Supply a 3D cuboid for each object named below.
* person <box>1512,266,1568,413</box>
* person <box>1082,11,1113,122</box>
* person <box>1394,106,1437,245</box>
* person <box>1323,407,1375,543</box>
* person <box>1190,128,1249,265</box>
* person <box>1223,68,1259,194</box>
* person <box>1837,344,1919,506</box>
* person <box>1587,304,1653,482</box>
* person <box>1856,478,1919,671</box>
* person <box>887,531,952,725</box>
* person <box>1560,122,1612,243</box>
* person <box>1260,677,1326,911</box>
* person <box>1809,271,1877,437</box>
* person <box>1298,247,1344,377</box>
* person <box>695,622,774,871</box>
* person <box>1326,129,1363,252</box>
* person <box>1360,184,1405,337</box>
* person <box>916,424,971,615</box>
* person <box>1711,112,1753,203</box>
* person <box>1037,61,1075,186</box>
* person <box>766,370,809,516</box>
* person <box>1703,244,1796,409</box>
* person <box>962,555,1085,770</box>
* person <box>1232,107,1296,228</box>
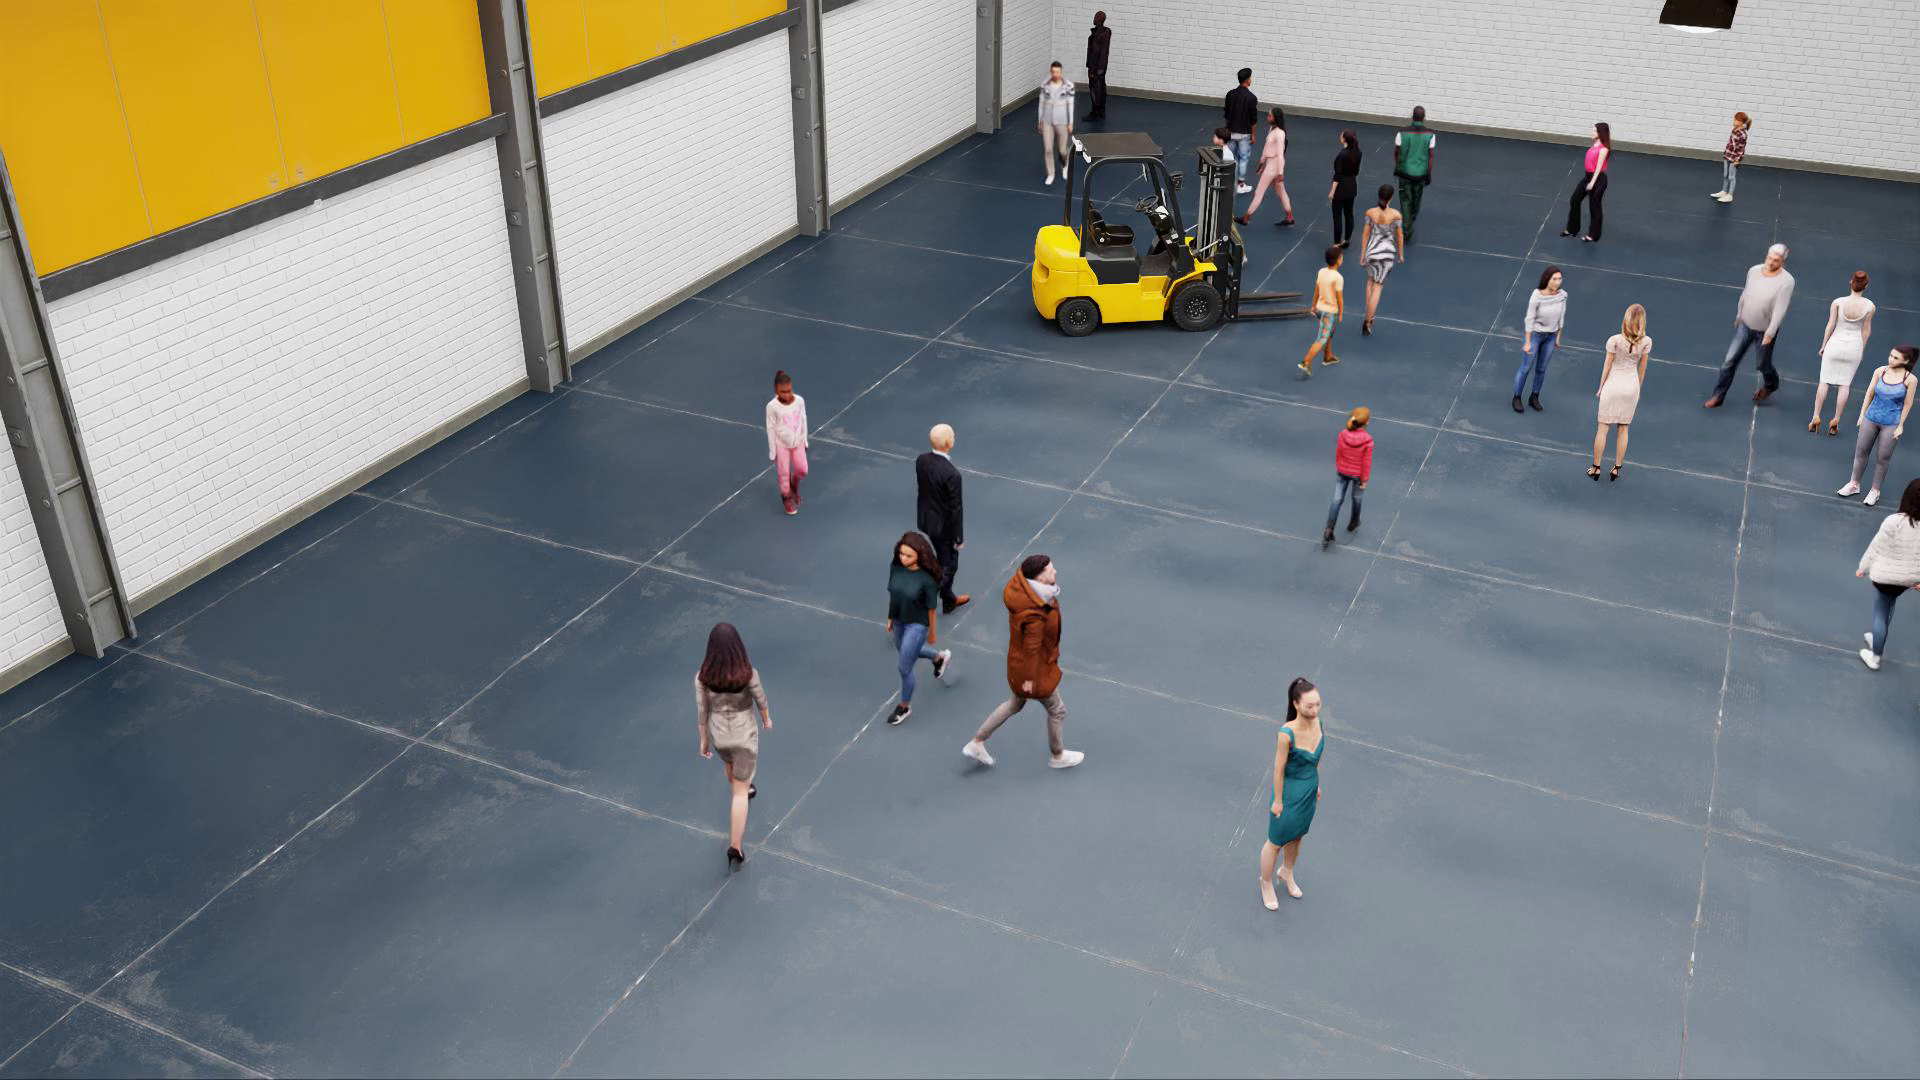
[{"bbox_3d":[6.149,-2.143,17.656,0.667,1.630,0.704,-7,29,-12],"label":"person"},{"bbox_3d":[2.367,-8.089,28.353,0.749,1.825,0.532,14,31,23],"label":"person"},{"bbox_3d":[6.131,-4.921,22.573,0.871,1.796,1.191,5,29,10],"label":"person"},{"bbox_3d":[3.524,-0.577,15.135,0.549,1.294,0.900,16,32,26],"label":"person"},{"bbox_3d":[3.474,-4.435,21.719,0.876,1.762,1.191,8,30,14],"label":"person"},{"bbox_3d":[4.146,-6.090,24.702,0.759,1.811,0.699,23,36,35],"label":"person"},{"bbox_3d":[8.763,-1.115,15.793,0.652,1.609,0.644,-21,35,-33],"label":"person"},{"bbox_3d":[6.401,-1.418,16.136,0.628,1.811,0.600,3,29,6],"label":"person"},{"bbox_3d":[7.448,0.304,13.177,0.770,1.623,0.837,-1,29,-2],"label":"person"},{"bbox_3d":[-0.319,0.610,12.645,1.050,1.596,0.787,-25,37,-37],"label":"person"},{"bbox_3d":[8.687,-4.842,22.589,0.818,1.644,0.796,-2,29,-3],"label":"person"},{"bbox_3d":[2.148,1.633,10.674,0.575,1.686,0.682,-18,33,-29],"label":"person"},{"bbox_3d":[9.057,-1.921,17.080,0.584,1.790,0.491,15,32,25],"label":"person"},{"bbox_3d":[4.050,-2.534,18.568,1.046,1.442,0.873,-17,33,-28],"label":"person"},{"bbox_3d":[-1.516,1.406,11.090,0.845,1.687,1.188,4,29,6],"label":"person"},{"bbox_3d":[5.142,-4.670,22.256,0.641,1.661,0.751,-19,34,-31],"label":"person"},{"bbox_3d":[4.887,-3.254,19.509,0.676,1.805,0.787,19,34,31],"label":"person"},{"bbox_3d":[-0.215,-0.090,13.736,1.175,1.779,0.963,-23,36,-36],"label":"person"},{"bbox_3d":[11.350,-5.628,24.382,0.660,1.305,0.552,-1,29,-2],"label":"person"},{"bbox_3d":[1.451,-6.321,25.097,0.756,1.838,0.791,7,29,13],"label":"person"},{"bbox_3d":[-1.648,-0.952,15.672,0.688,1.439,0.753,-13,31,-22],"label":"person"},{"bbox_3d":[8.522,-2.246,17.607,1.320,1.857,1.169,-14,32,-24],"label":"person"},{"bbox_3d":[0.428,0.911,11.874,1.207,1.806,1.187,-8,30,-14],"label":"person"},{"bbox_3d":[4.446,-5.120,23.070,1.041,1.671,1.186,-1,29,-1],"label":"person"}]
